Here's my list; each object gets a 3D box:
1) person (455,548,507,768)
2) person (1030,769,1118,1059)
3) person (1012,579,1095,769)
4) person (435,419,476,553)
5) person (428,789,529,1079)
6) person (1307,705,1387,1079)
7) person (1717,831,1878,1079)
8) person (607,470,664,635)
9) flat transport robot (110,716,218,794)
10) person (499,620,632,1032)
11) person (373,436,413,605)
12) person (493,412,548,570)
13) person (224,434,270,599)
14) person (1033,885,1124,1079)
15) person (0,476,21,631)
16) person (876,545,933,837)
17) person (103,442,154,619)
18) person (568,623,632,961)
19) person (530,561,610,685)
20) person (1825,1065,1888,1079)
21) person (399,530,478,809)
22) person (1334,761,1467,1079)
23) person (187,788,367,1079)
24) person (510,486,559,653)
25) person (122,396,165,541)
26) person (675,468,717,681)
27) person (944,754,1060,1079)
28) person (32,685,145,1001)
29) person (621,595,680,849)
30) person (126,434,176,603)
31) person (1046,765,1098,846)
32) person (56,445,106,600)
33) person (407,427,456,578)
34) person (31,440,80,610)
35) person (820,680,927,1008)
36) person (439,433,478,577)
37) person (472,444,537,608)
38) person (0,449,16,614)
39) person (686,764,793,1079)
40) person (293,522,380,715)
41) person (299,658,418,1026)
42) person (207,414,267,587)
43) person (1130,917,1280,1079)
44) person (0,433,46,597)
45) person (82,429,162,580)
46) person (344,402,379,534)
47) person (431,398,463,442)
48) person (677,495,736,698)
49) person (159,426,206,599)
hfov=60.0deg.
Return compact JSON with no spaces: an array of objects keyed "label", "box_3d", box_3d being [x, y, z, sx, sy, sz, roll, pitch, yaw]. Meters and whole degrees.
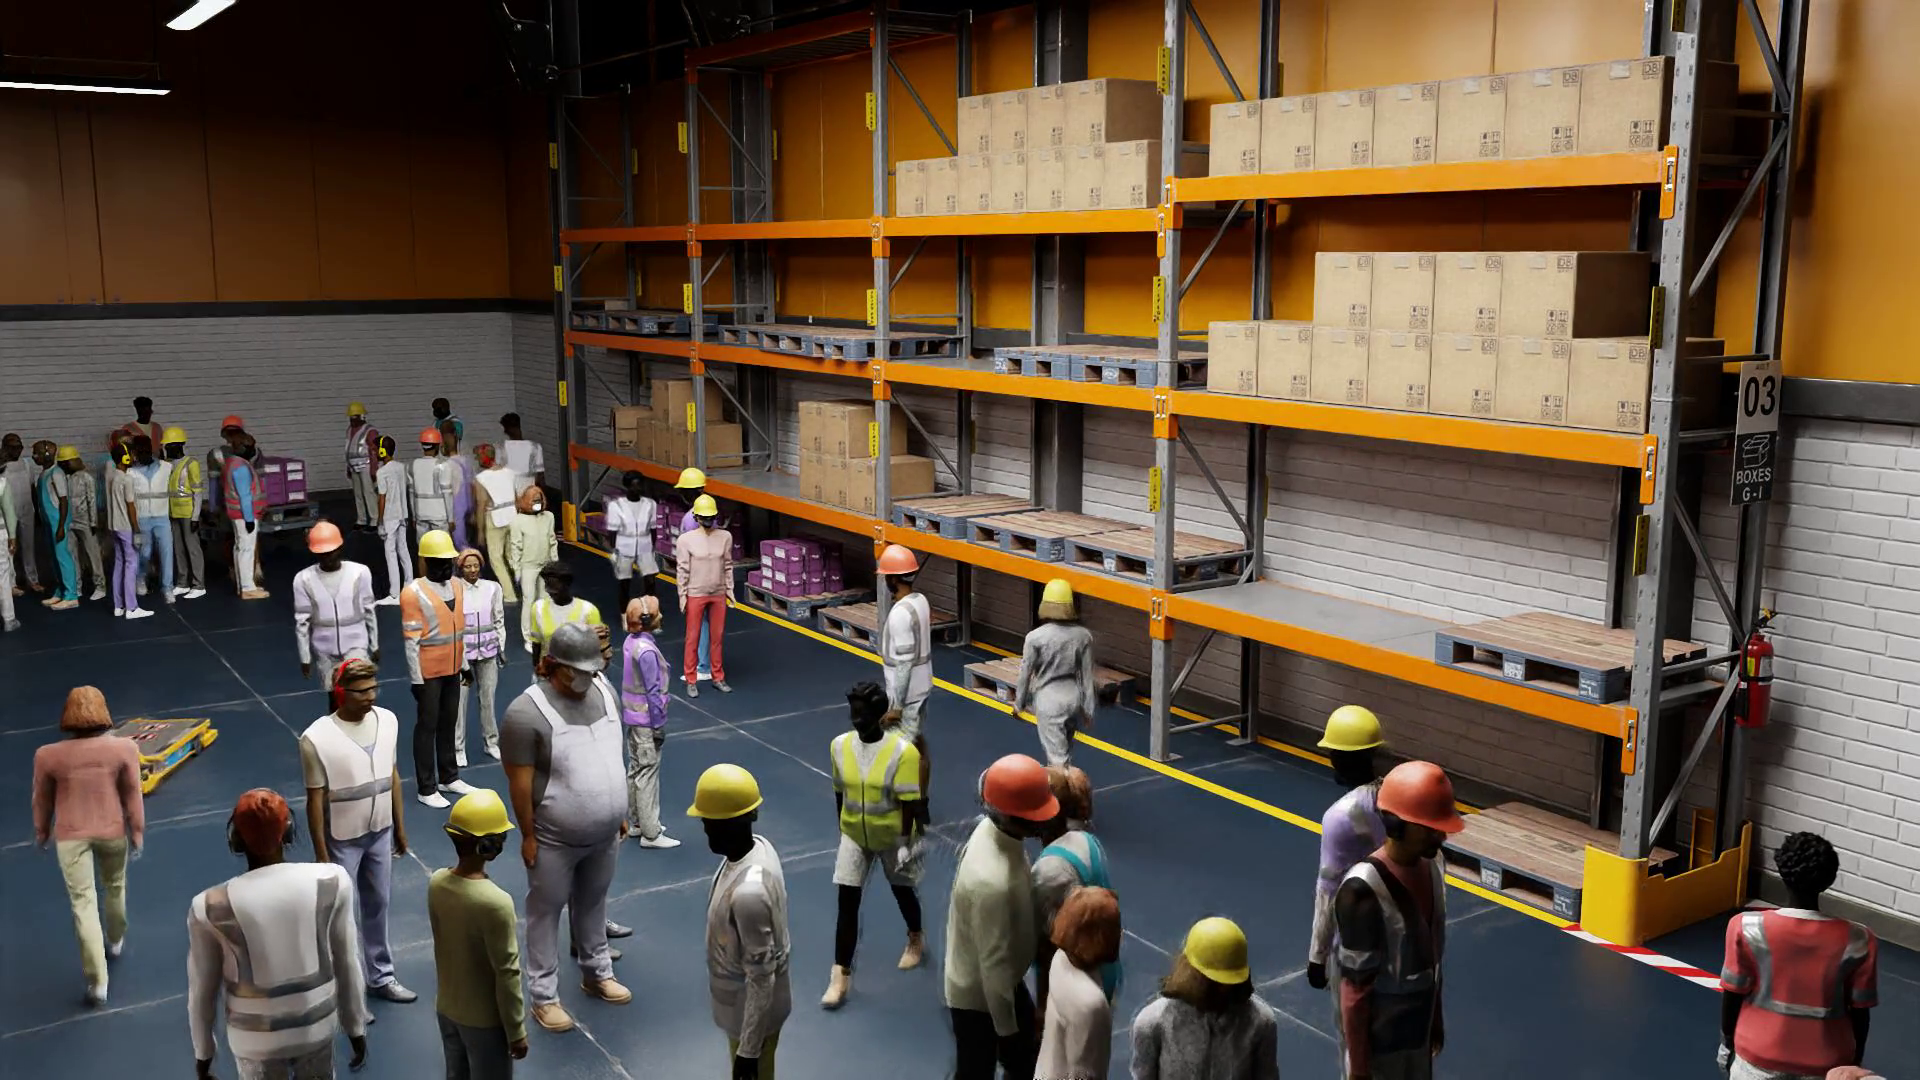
[{"label":"person","box_3d":[-3.656,0.869,12.494,0.514,1.641,0.308,-7,12,-37]},{"label":"person","box_3d":[0.524,1.797,6.556,0.663,1.815,0.556,6,11,31]},{"label":"person","box_3d":[0.607,1.095,11.025,0.496,1.687,0.931,-5,11,-27]},{"label":"person","box_3d":[-6.349,-0.611,20.771,0.512,1.785,0.987,-8,13,-39]},{"label":"person","box_3d":[-1.858,1.834,6.489,0.524,1.761,0.339,9,13,42]},{"label":"person","box_3d":[1.694,1.647,7.117,0.425,1.913,0.634,9,13,44]},{"label":"person","box_3d":[3.099,1.917,6.195,0.536,1.692,0.320,3,10,17]},{"label":"person","box_3d":[-3.255,0.141,16.682,0.552,1.673,0.730,-5,11,-26]},{"label":"flat transport robot","box_3d":[-6.103,1.579,12.336,0.652,0.197,1.431,-1,10,-4]},{"label":"person","box_3d":[-1.897,1.386,8.284,0.536,2.000,0.676,8,12,38]},{"label":"person","box_3d":[-6.223,-0.214,18.217,0.333,1.860,0.509,3,10,15]},{"label":"person","box_3d":[-5.314,-0.562,20.028,0.686,1.938,0.430,-4,10,-21]},{"label":"person","box_3d":[-7.966,-0.268,18.582,0.429,1.840,0.629,-6,11,-30]},{"label":"person","box_3d":[0.345,2.002,5.893,0.489,1.617,0.506,-1,10,-8]},{"label":"person","box_3d":[-9.865,-0.021,16.808,0.605,1.951,0.381,-4,10,-22]},{"label":"person","box_3d":[-0.373,0.988,10.932,0.376,1.934,0.547,2,10,13]},{"label":"person","box_3d":[-8.796,-0.098,17.532,0.509,1.862,0.327,7,12,35]},{"label":"person","box_3d":[-2.026,1.350,9.060,0.378,1.844,0.569,0,10,0]},{"label":"person","box_3d":[-2.762,0.967,11.820,0.622,1.678,0.356,1,10,6]},{"label":"person","box_3d":[2.137,2.194,4.002,0.662,1.895,0.405,-2,10,-10]},{"label":"person","box_3d":[-3.613,0.881,11.574,0.371,1.929,0.585,4,10,22]},{"label":"person","box_3d":[1.596,1.776,6.032,0.411,2.032,0.611,9,13,43]},{"label":"person","box_3d":[-2.550,1.824,6.205,0.594,1.868,0.501,-6,11,-31]},{"label":"person","box_3d":[-4.082,0.278,16.012,0.298,1.622,0.505,8,12,39]},{"label":"person","box_3d":[-10.886,-0.947,22.240,0.377,1.958,0.599,5,11,27]},{"label":"person","box_3d":[-2.354,0.311,14.924,0.386,1.927,0.589,2,10,9]},{"label":"person","box_3d":[0.110,1.746,6.450,0.605,1.943,0.628,2,10,11]},{"label":"person","box_3d":[-4.548,1.540,8.708,0.501,1.586,0.859,-6,12,-33]},{"label":"person","box_3d":[-2.022,1.167,10.733,0.309,1.645,0.514,-5,11,-25]},{"label":"person","box_3d":[-9.013,-0.259,18.466,0.616,1.881,0.890,-7,12,-37]},{"label":"person","box_3d":[0.483,1.769,7.216,0.314,1.636,0.521,1,10,7]},{"label":"person","box_3d":[-9.803,-0.190,18.438,0.487,1.735,0.339,1,10,3]},{"label":"person","box_3d":[-5.830,-0.283,18.420,0.548,1.927,0.390,3,10,16]},{"label":"person","box_3d":[-9.785,-0.167,17.970,0.326,1.843,0.515,-9,13,-44]},{"label":"person","box_3d":[-0.427,1.520,8.630,0.531,1.655,0.852,4,10,20]},{"label":"person","box_3d":[-5.870,-0.323,19.016,0.815,1.807,0.498,2,10,12]},{"label":"person","box_3d":[-4.983,-0.146,17.983,0.453,1.806,0.616,5,11,25]},{"label":"person","box_3d":[-10.303,-0.101,17.719,0.406,1.800,0.758,-7,12,-35]},{"label":"person","box_3d":[-0.826,1.781,6.313,0.384,1.921,0.591,-1,10,-9]},{"label":"person","box_3d":[-4.545,0.801,12.140,0.559,1.892,0.861,-3,10,-17]},{"label":"person","box_3d":[-3.024,1.482,8.316,0.388,1.837,0.561,5,11,28]},{"label":"person","box_3d":[-8.310,-0.438,19.160,0.644,1.999,1.003,-5,11,-29]},{"label":"person","box_3d":[0.811,2.035,5.522,0.489,1.686,0.914,-2,10,-10]},{"label":"person","box_3d":[-10.607,-0.288,18.701,0.349,1.841,0.501,6,11,32]},{"label":"person","box_3d":[-9.843,-0.403,19.448,0.897,1.813,0.574,0,10,0]},{"label":"person","box_3d":[-8.252,-0.999,22.936,0.612,1.825,0.404,8,12,38]},{"label":"person","box_3d":[-7.252,-1.093,23.465,0.635,1.831,0.429,9,13,41]},{"label":"person","box_3d":[-2.188,0.480,14.409,0.533,1.767,0.324,-6,11,-32]},{"label":"person","box_3d":[-8.685,-0.307,18.550,0.587,1.928,0.362,5,11,27]}]
